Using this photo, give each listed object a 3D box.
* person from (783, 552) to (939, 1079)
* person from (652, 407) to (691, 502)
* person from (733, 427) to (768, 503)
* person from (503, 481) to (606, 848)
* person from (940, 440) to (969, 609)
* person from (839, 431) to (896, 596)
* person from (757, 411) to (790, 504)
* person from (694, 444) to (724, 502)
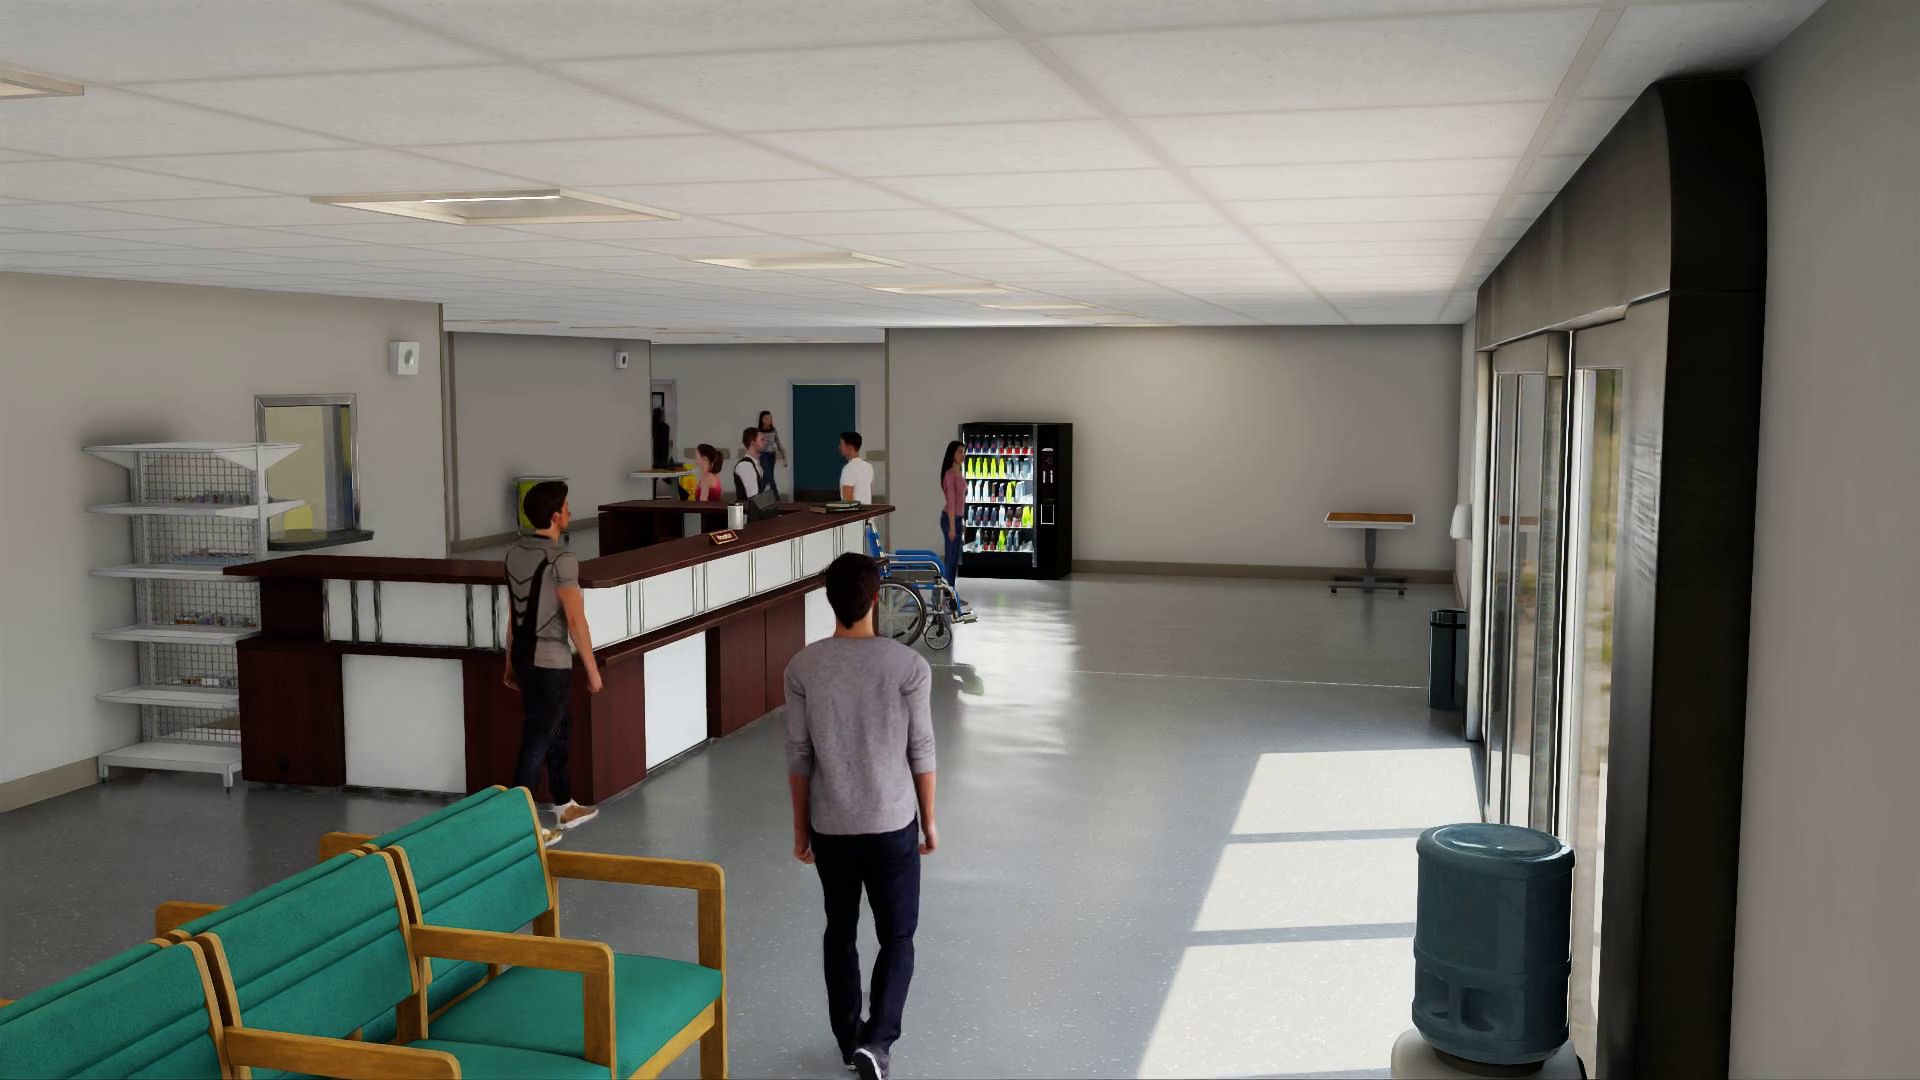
[{"bbox_3d":[-0.340,0.974,5.536,1.000,1.820,0.788,1,6,9],"label":"person"},{"bbox_3d":[-5.298,-1.466,29.892,1.171,1.800,0.731,1,6,12],"label":"person"},{"bbox_3d":[-2.098,-0.089,15.699,1.202,1.902,0.802,1,6,6],"label":"person"},{"bbox_3d":[-2.194,0.656,8.450,0.950,1.870,0.950,5,8,41],"label":"person"},{"bbox_3d":[-0.066,-0.178,17.385,0.496,1.741,0.560,2,6,17],"label":"person"},{"bbox_3d":[-0.967,-0.166,16.778,1.058,1.837,0.872,4,7,33],"label":"person"},{"bbox_3d":[-3.357,-1.301,28.579,1.169,1.719,1.275,-5,7,-38],"label":"person"},{"bbox_3d":[-2.361,-0.055,16.248,1.059,1.723,0.707,0,6,5],"label":"person"}]
